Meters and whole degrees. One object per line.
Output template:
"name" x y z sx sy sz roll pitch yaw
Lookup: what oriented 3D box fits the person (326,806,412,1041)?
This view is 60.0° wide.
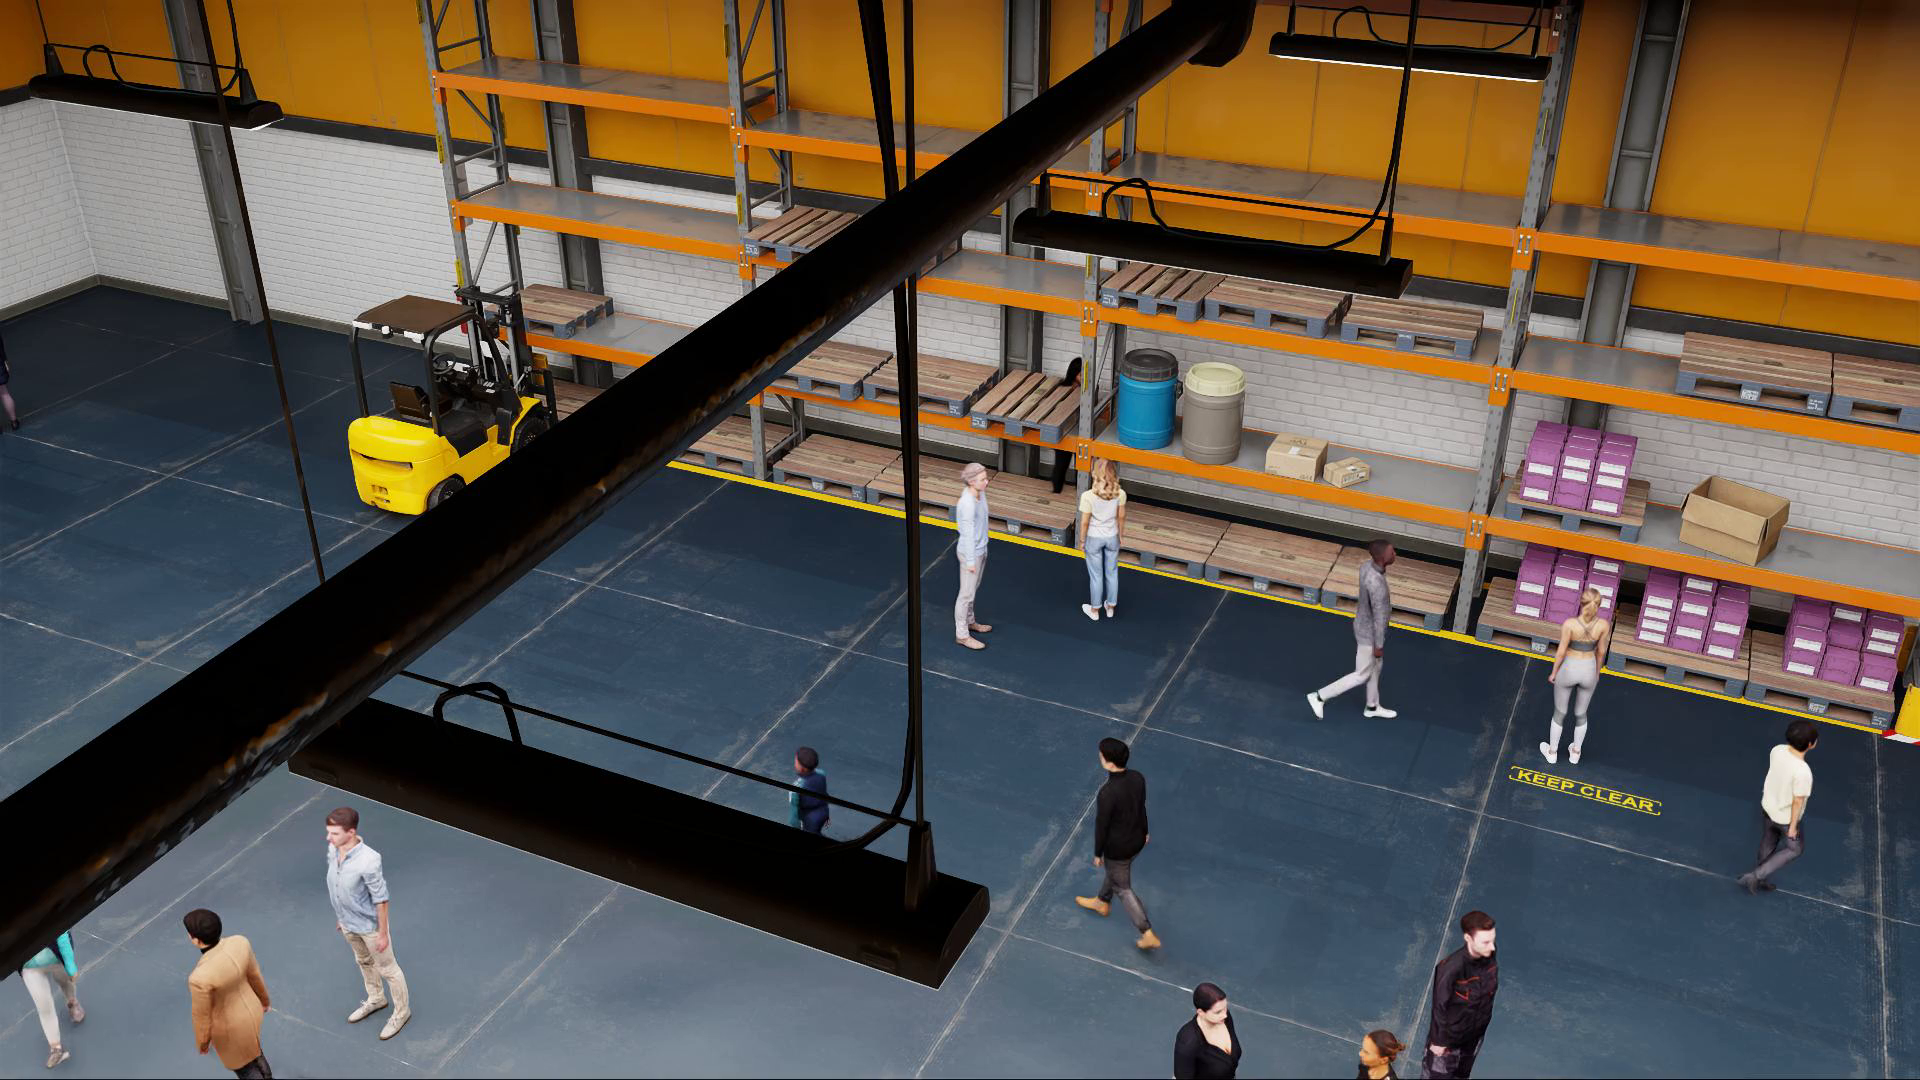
"person" -4.076 2.588 11.382 0.518 1.847 0.737 17 33 28

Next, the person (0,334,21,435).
"person" -11.791 -2.090 20.141 0.779 1.673 0.797 -21 35 -33

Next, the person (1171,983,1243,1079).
"person" 1.441 3.355 10.068 0.695 1.760 0.724 21 35 33

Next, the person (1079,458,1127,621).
"person" 1.391 -0.007 16.270 0.683 1.722 0.759 -8 30 -14

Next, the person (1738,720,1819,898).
"person" 6.185 2.070 12.612 0.783 1.579 0.735 -4 29 -8

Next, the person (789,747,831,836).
"person" -1.106 2.158 12.804 0.898 1.240 0.662 23 36 36

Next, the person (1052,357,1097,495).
"person" 1.257 -1.181 18.327 0.777 1.813 0.832 -11 30 -19

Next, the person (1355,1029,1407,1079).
"person" 2.531 3.531 9.853 0.765 1.656 0.728 -4 29 -7

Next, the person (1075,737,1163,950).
"person" 1.249 2.240 12.170 1.164 1.704 0.868 24 37 36

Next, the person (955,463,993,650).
"person" 0.119 0.115 15.869 0.621 1.892 0.708 7 29 13

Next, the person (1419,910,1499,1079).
"person" 3.113 3.080 10.409 0.774 1.915 0.756 -20 35 -33

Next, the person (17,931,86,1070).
"person" -6.256 2.816 11.375 0.974 1.453 1.035 -12 31 -20

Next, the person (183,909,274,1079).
"person" -4.577 3.069 10.635 0.726 1.718 0.715 8 30 15

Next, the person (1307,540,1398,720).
"person" 3.508 0.827 14.649 1.175 1.811 0.944 1 29 2

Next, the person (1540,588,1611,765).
"person" 5.253 1.153 14.163 0.585 1.703 0.696 3 29 5
